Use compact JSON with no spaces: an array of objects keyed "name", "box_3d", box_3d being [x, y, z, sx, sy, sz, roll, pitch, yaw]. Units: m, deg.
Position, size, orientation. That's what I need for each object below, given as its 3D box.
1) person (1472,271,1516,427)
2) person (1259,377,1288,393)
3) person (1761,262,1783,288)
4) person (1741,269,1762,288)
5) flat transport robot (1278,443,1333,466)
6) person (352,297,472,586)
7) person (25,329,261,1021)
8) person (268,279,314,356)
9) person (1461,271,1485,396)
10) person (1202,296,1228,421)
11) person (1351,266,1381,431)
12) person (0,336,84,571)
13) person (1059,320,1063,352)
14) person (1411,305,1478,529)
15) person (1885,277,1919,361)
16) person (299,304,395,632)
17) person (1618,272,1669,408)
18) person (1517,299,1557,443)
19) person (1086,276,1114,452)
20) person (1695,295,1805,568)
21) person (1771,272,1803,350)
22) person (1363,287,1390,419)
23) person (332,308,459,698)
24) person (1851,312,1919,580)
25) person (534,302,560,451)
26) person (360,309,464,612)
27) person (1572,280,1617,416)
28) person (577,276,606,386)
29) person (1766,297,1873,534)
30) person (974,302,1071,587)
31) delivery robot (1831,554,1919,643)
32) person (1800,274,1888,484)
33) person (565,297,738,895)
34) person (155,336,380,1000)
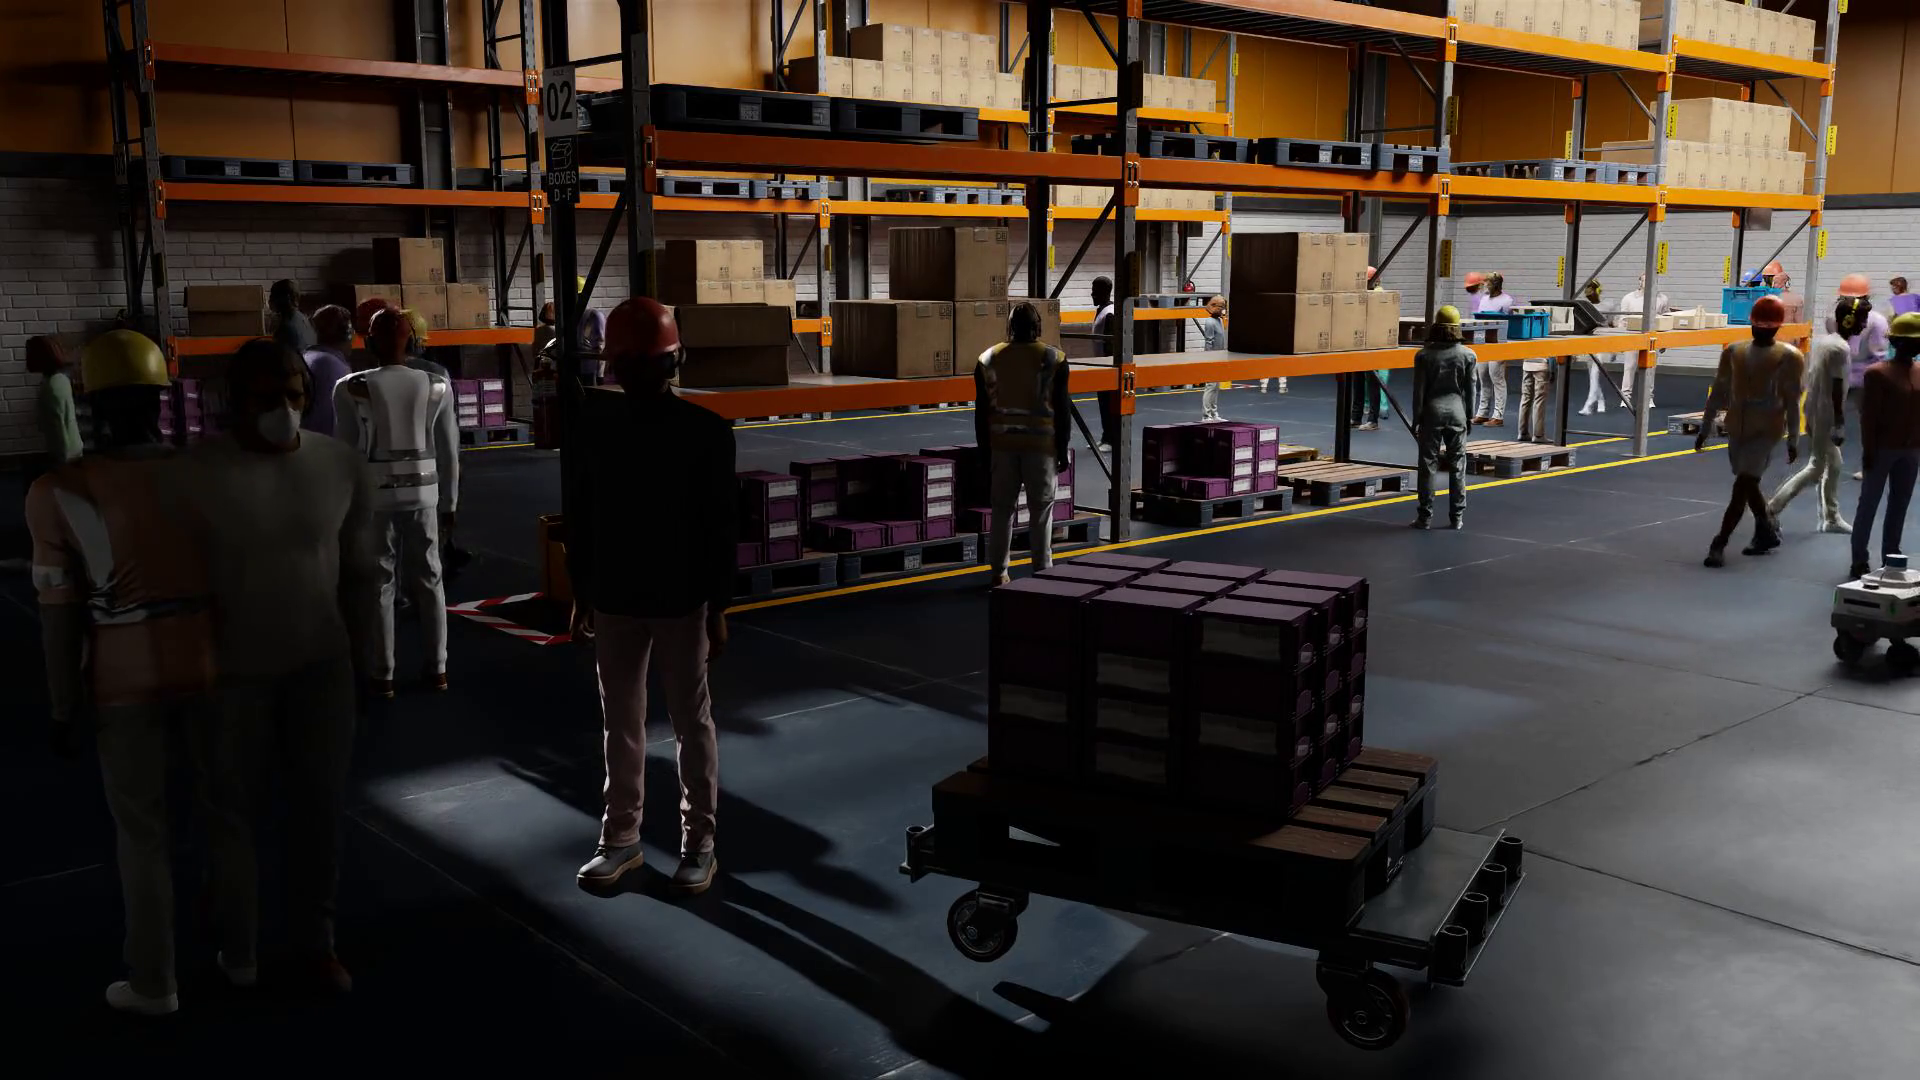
[{"name":"person","box_3d":[6.631,-2.368,20.723,0.370,1.934,0.627,-4,10,-20]},{"name":"person","box_3d":[4.897,-3.285,25.905,0.625,1.992,0.389,2,10,13]},{"name":"person","box_3d":[11.236,-2.836,23.137,0.607,2.044,0.377,-6,12,-33]},{"name":"person","box_3d":[10.622,-2.660,22.385,0.616,1.945,0.398,-4,11,-24]},{"name":"flat transport robot","box_3d":[2.964,-0.786,16.310,1.431,0.197,0.652,-8,13,-41]},{"name":"person","box_3d":[-3.507,-0.581,10.418,0.558,1.893,0.934,9,13,43]},{"name":"person","box_3d":[-2.253,0.381,4.651,0.383,1.924,0.589,10,14,44]},{"name":"person","box_3d":[-5.490,-1.177,13.725,0.359,1.938,0.635,-3,10,-16]},{"name":"person","box_3d":[7.874,-3.132,25.303,0.582,1.890,0.560,2,10,14]},{"name":"person","box_3d":[3.233,-2.270,21.056,0.298,1.622,0.506,4,11,24]},{"name":"person","box_3d":[4.960,-2.338,20.352,0.376,1.997,0.612,-6,11,-29]},{"name":"person","box_3d":[-6.161,-0.592,11.323,0.800,1.586,0.511,-3,10,-18]},{"name":"person","box_3d":[0.830,-1.382,15.626,0.317,1.700,0.537,-2,10,-11]},{"name":"person","box_3d":[3.762,-0.950,12.971,0.493,1.743,0.295,1,10,3]},{"name":"person","box_3d":[14.668,-3.150,25.707,0.788,1.800,0.379,-1,10,-4]},{"name":"person","box_3d":[-3.506,-0.351,9.131,0.609,1.872,0.680,-7,12,-34]},{"name":"person","box_3d":[9.573,-2.802,23.319,0.651,1.913,0.410,3,10,15]},{"name":"person","box_3d":[6.600,-1.919,18.972,0.311,1.634,0.518,-4,11,-23]},{"name":"person","box_3d":[1.596,-1.904,18.089,0.391,1.911,0.582,-1,10,-3]},{"name":"person","box_3d":[5.505,-0.763,11.535,0.970,1.872,0.631,-8,12,-38]},{"name":"person","box_3d":[11.217,-2.710,22.816,0.636,1.903,0.406,7,12,35]},{"name":"person","box_3d":[5.503,-2.479,22.011,0.539,1.718,0.919,1,10,6]},{"name":"person","box_3d":[-2.714,-0.175,8.049,0.576,1.879,0.348,-6,12,-33]},{"name":"person","box_3d":[6.130,-0.605,10.887,0.524,1.767,0.318,-2,10,-13]},{"name":"person","box_3d":[-4.469,-1.788,18.227,0.493,1.627,0.286,8,12,39]},{"name":"person","box_3d":[-3.283,-0.459,9.925,0.613,1.813,0.431,1,10,5]},{"name":"person","box_3d":[8.572,-2.596,22.438,0.547,1.816,0.985,8,12,38]},{"name":"person","box_3d":[-3.960,-1.789,17.379,0.588,1.919,0.399,5,11,28]},{"name":"person","box_3d":[6.521,-0.935,12.662,0.782,1.832,0.589,2,10,14]},{"name":"person","box_3d":[0.403,-0.585,10.579,0.626,1.836,0.428,3,10,19]},{"name":"delivery robot","box_3d":[4.905,0.318,8.745,0.707,0.478,0.477,-7,12,-36]},{"name":"person","box_3d":[8.330,-1.494,15.547,1.086,1.954,0.650,-6,11,-30]},{"name":"person","box_3d":[-1.038,0.191,5.559,0.610,1.993,0.380,2,10,14]},{"name":"person","box_3d":[-2.026,0.353,4.846,0.643,1.912,0.641,-8,13,-40]}]
